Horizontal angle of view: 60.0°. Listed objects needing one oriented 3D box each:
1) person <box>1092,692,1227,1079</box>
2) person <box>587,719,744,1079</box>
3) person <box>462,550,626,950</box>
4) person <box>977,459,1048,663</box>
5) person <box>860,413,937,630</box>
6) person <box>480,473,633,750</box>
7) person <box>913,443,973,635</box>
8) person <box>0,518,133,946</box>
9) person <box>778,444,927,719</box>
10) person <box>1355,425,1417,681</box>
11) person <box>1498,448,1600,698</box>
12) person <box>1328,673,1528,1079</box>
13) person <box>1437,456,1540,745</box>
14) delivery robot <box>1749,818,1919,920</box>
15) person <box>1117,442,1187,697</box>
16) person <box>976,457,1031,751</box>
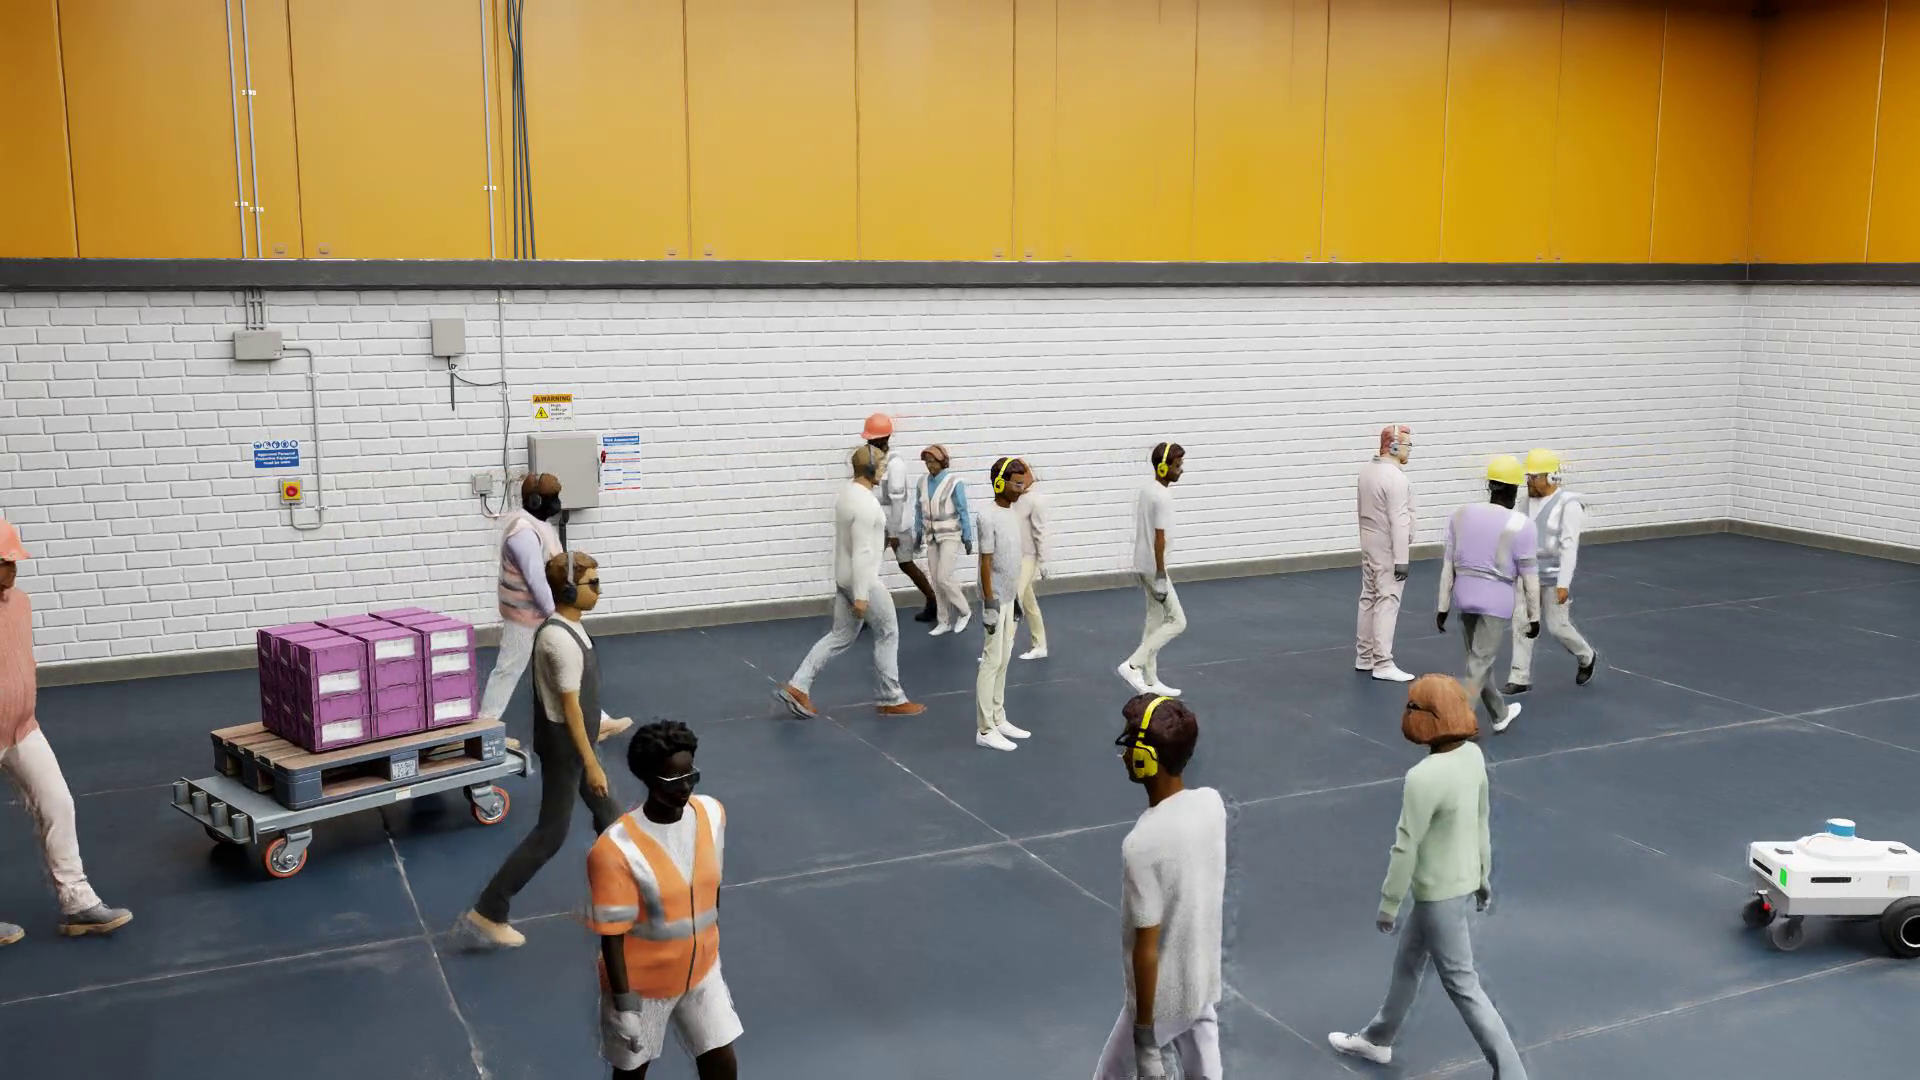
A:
[{"bbox_3d":[0.665,1.347,4.877,0.939,1.830,0.516,8,12,42],"label":"person"},{"bbox_3d":[-0.861,1.378,5.145,0.766,1.662,0.550,8,12,42],"label":"person"},{"bbox_3d":[-1.782,0.941,7.444,0.923,1.815,0.510,-1,9,-3],"label":"person"},{"bbox_3d":[0.380,0.175,12.835,0.813,1.591,0.518,-6,11,-35],"label":"person"},{"bbox_3d":[-0.556,-0.166,14.163,0.956,1.874,0.592,-5,11,-30],"label":"person"},{"bbox_3d":[-2.641,0.463,10.496,1.003,1.783,0.623,0,9,1],"label":"person"},{"bbox_3d":[-0.156,0.002,13.871,0.354,1.624,0.520,-9,13,-44],"label":"person"},{"bbox_3d":[-4.165,0.872,7.383,0.884,1.958,0.664,1,9,7],"label":"person"},{"bbox_3d":[-0.749,0.292,11.240,0.963,1.901,0.631,-3,10,-18],"label":"person"},{"bbox_3d":[3.207,0.090,12.432,0.401,1.904,0.650,-2,9,-9],"label":"person"},{"bbox_3d":[4.236,0.236,11.876,0.768,1.801,0.585,-5,10,-27],"label":"person"},{"bbox_3d":[1.768,1.273,6.069,0.865,1.588,0.522,8,12,39],"label":"person"},{"bbox_3d":[3.398,0.406,10.587,0.985,1.874,0.600,-7,12,-39],"label":"person"},{"bbox_3d":[3.975,1.506,7.529,0.707,0.478,0.477,0,9,0],"label":"delivery robot"},{"bbox_3d":[1.405,0.225,11.767,0.420,1.849,0.556,-1,9,-6],"label":"person"},{"bbox_3d":[0.277,0.397,10.655,0.327,1.865,0.521,4,10,21],"label":"person"}]
